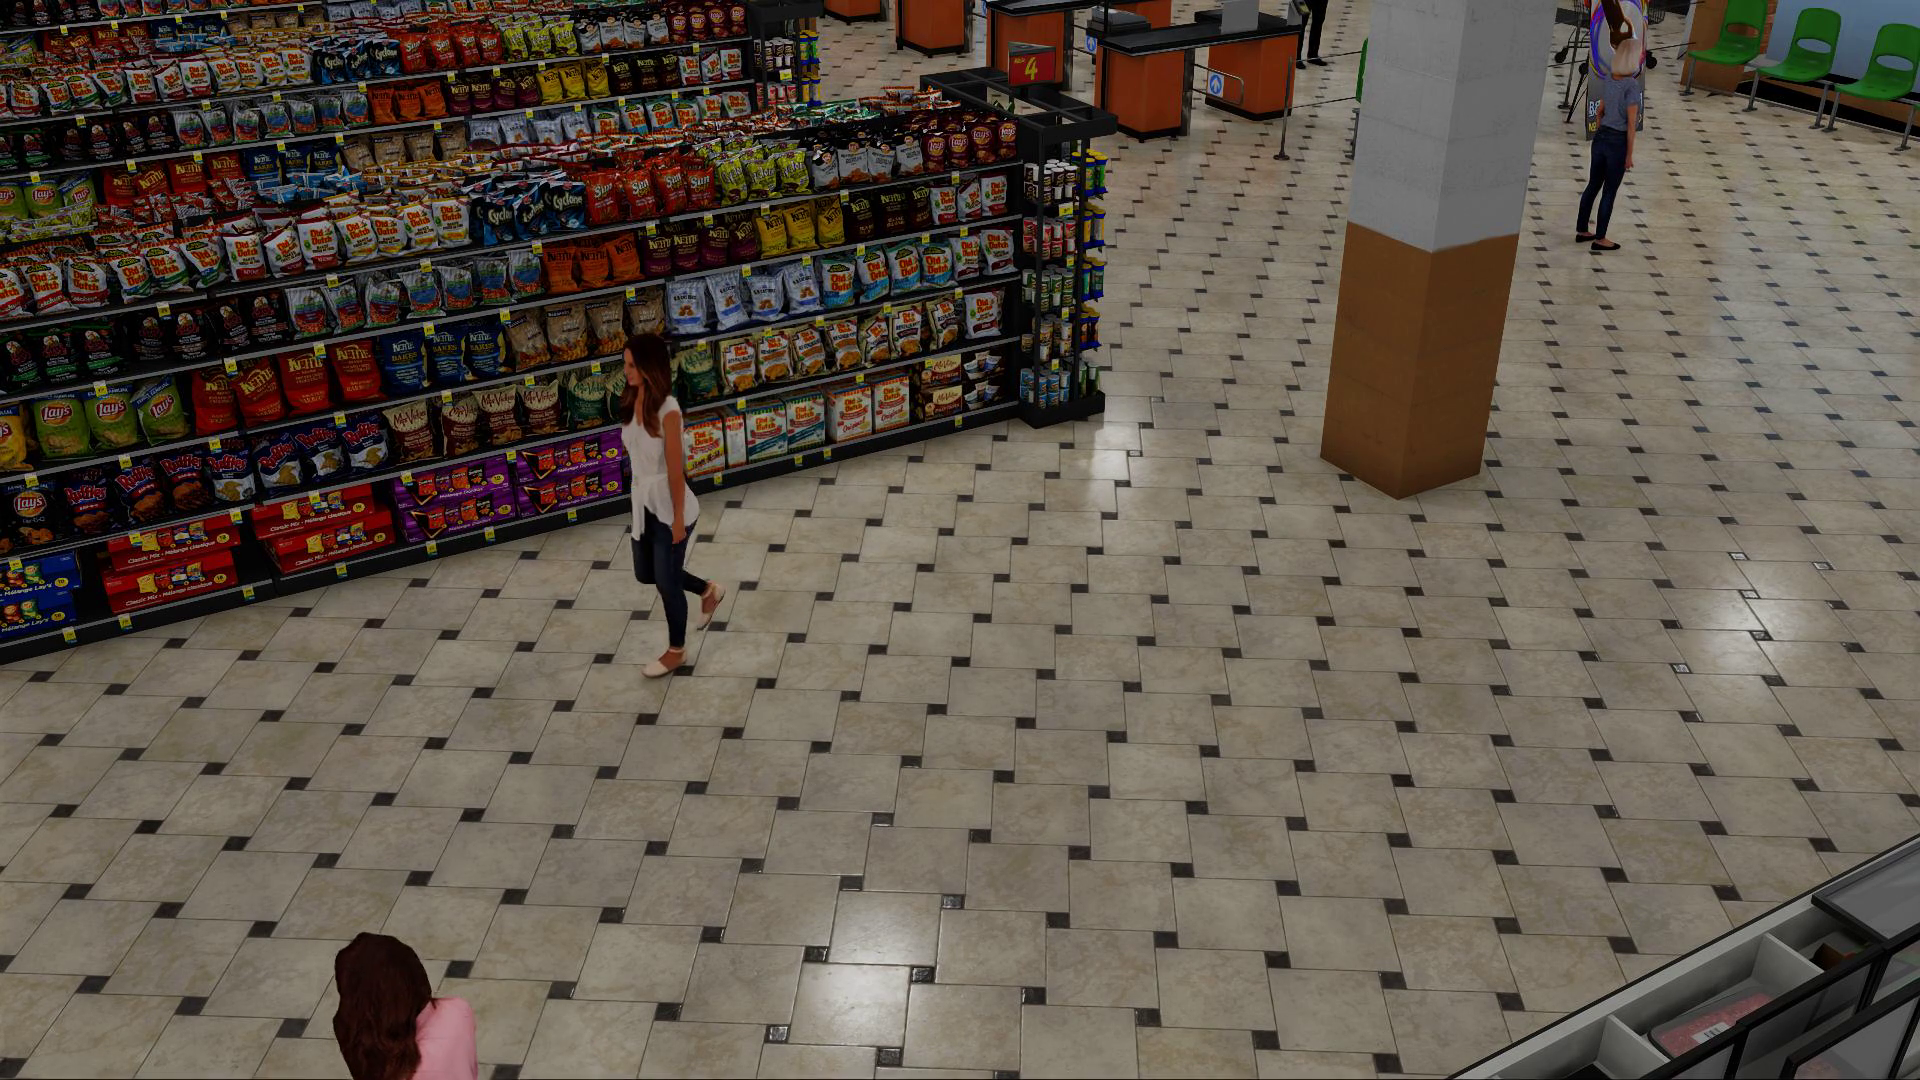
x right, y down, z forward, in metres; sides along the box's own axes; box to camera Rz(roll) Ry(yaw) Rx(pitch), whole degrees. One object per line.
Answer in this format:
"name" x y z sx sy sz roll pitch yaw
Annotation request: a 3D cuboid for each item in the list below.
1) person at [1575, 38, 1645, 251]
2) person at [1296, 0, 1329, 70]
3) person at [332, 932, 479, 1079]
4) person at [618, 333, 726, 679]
"person" 5.425 -3.295 13.842 0.572 1.721 0.630 -9 30 -16
"person" 4.206 -6.570 19.714 0.517 1.842 0.769 -16 32 -27
"person" -1.283 1.808 4.459 1.078 1.757 1.122 13 31 22
"person" -1.374 -0.180 8.085 0.716 1.771 0.874 25 38 38
